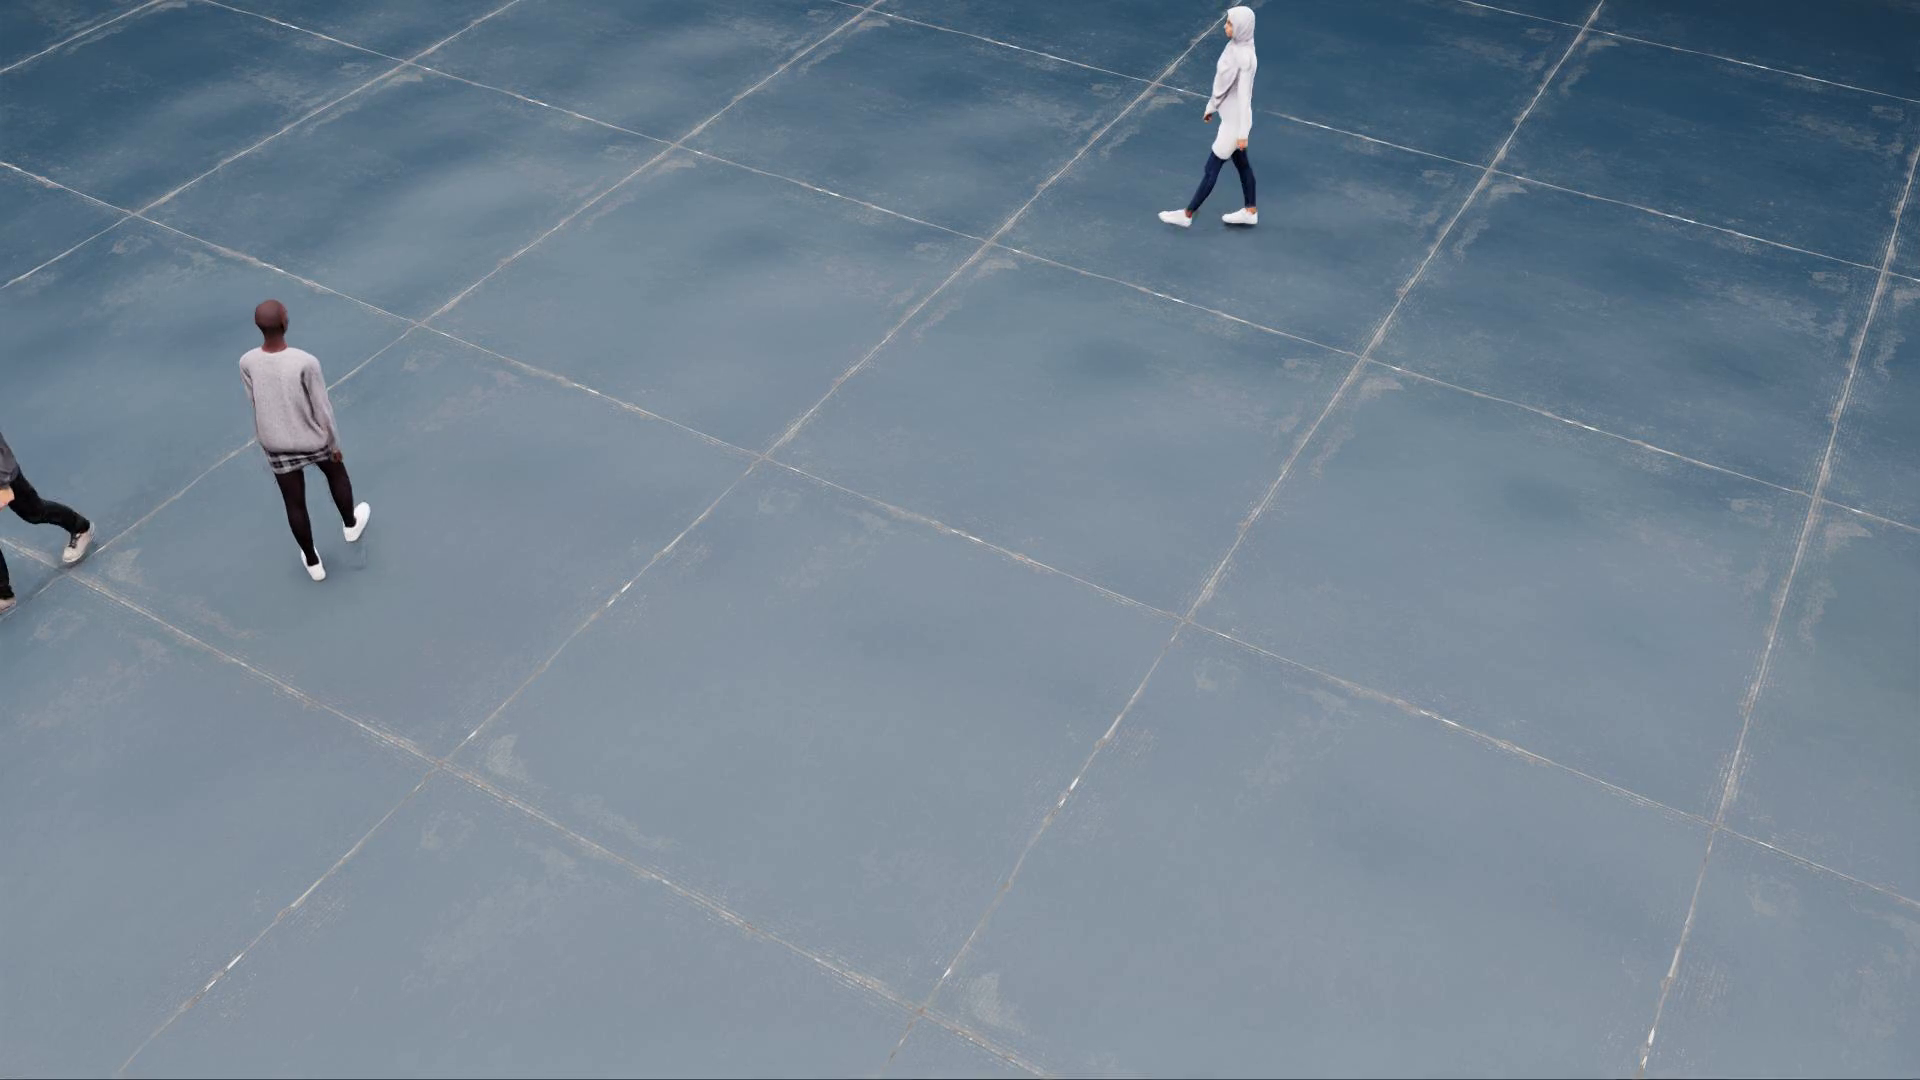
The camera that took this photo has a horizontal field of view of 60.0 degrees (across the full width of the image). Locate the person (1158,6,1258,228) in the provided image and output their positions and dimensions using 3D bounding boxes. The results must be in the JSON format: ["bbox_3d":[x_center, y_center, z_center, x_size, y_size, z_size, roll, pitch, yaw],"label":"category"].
[{"bbox_3d":[2.118,-3.081,12.322,1.005,1.744,1.058,0,42,0],"label":"person"}]

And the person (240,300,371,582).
[{"bbox_3d":[-3.795,-0.517,9.499,0.865,1.743,0.964,-5,42,-5],"label":"person"}]

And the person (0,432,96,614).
[{"bbox_3d":[-5.425,-0.425,9.409,0.773,1.728,1.185,13,44,14],"label":"person"}]
